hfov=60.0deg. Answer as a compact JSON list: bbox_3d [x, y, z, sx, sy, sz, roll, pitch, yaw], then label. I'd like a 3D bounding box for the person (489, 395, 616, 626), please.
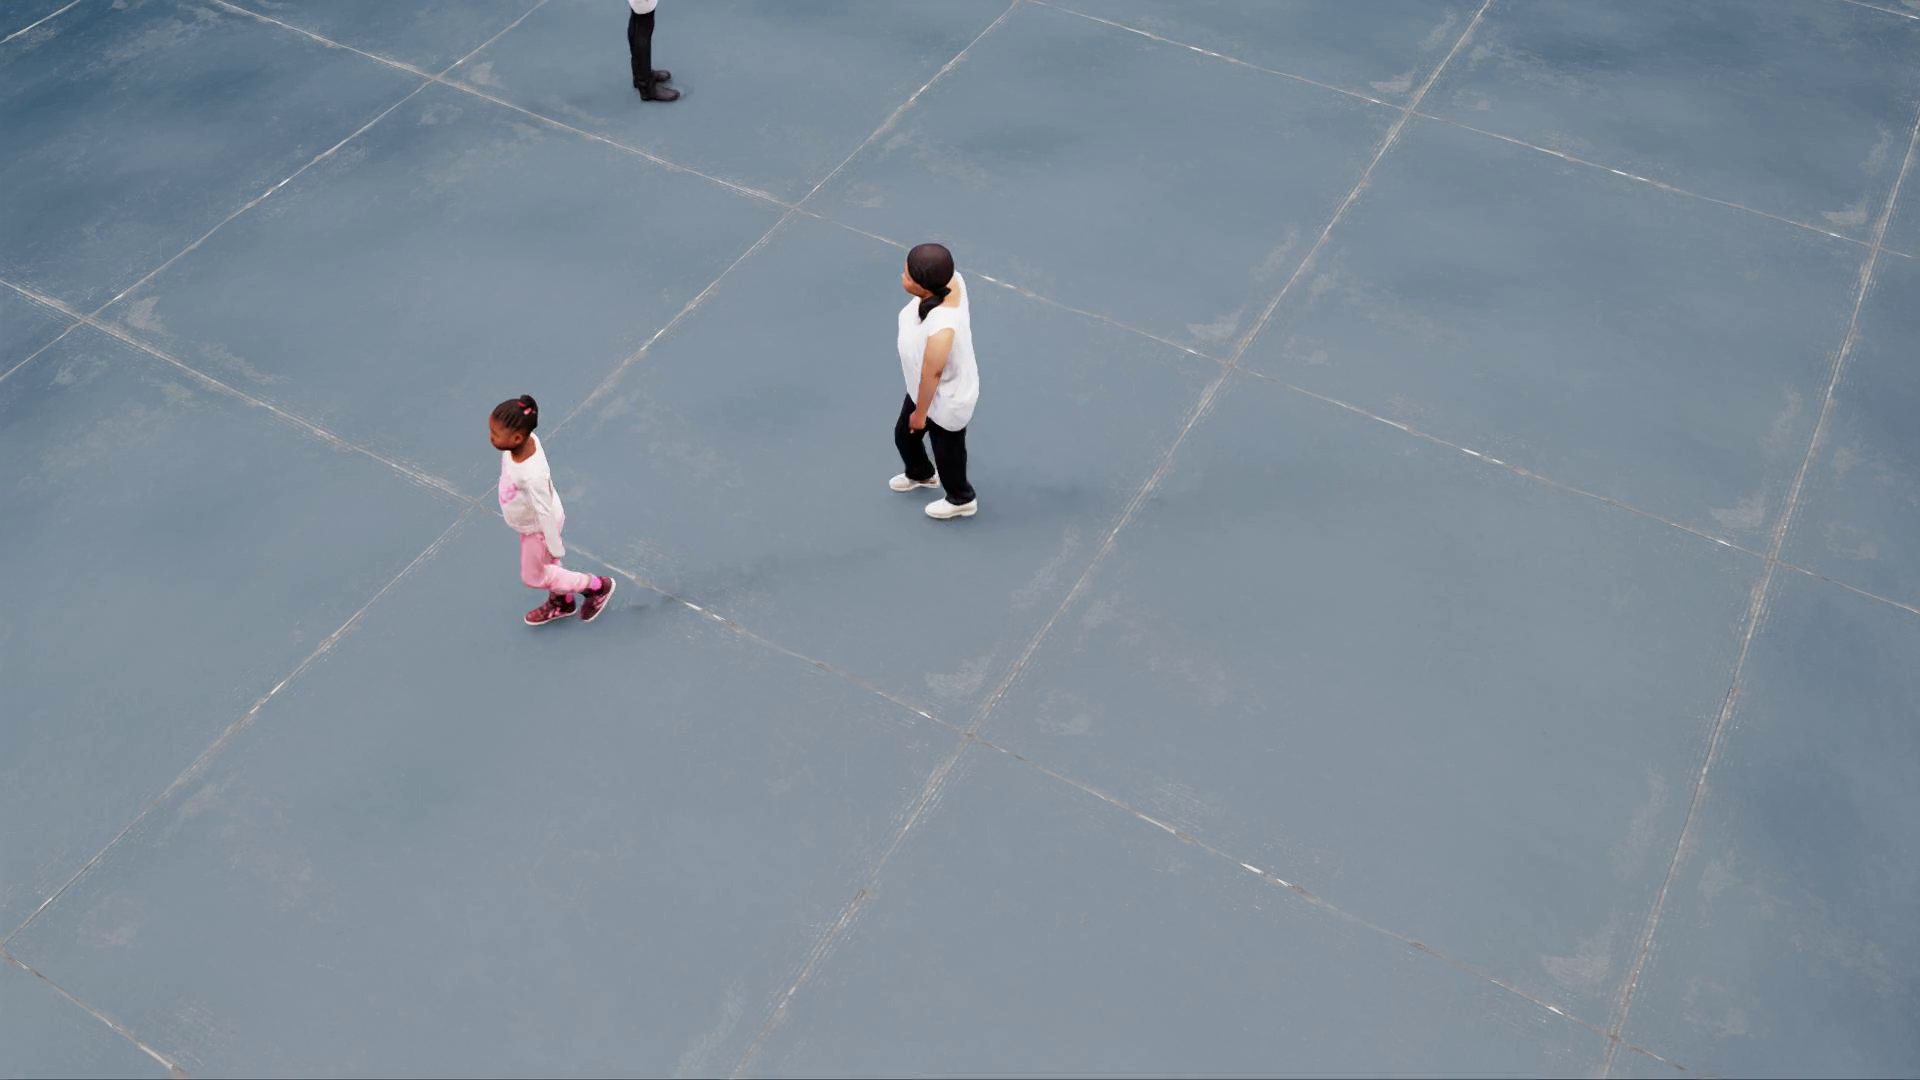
[{"bbox_3d":[-1.901,-0.128,7.709,0.799,1.434,0.748,-16,49,-15],"label":"person"}]

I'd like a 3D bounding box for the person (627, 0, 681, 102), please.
[{"bbox_3d":[-2.107,-3.712,10.771,0.796,1.803,0.727,-13,49,-12],"label":"person"}]

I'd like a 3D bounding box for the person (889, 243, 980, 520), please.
[{"bbox_3d":[-0.045,-0.748,8.122,0.856,1.670,0.807,-2,47,-2],"label":"person"}]
